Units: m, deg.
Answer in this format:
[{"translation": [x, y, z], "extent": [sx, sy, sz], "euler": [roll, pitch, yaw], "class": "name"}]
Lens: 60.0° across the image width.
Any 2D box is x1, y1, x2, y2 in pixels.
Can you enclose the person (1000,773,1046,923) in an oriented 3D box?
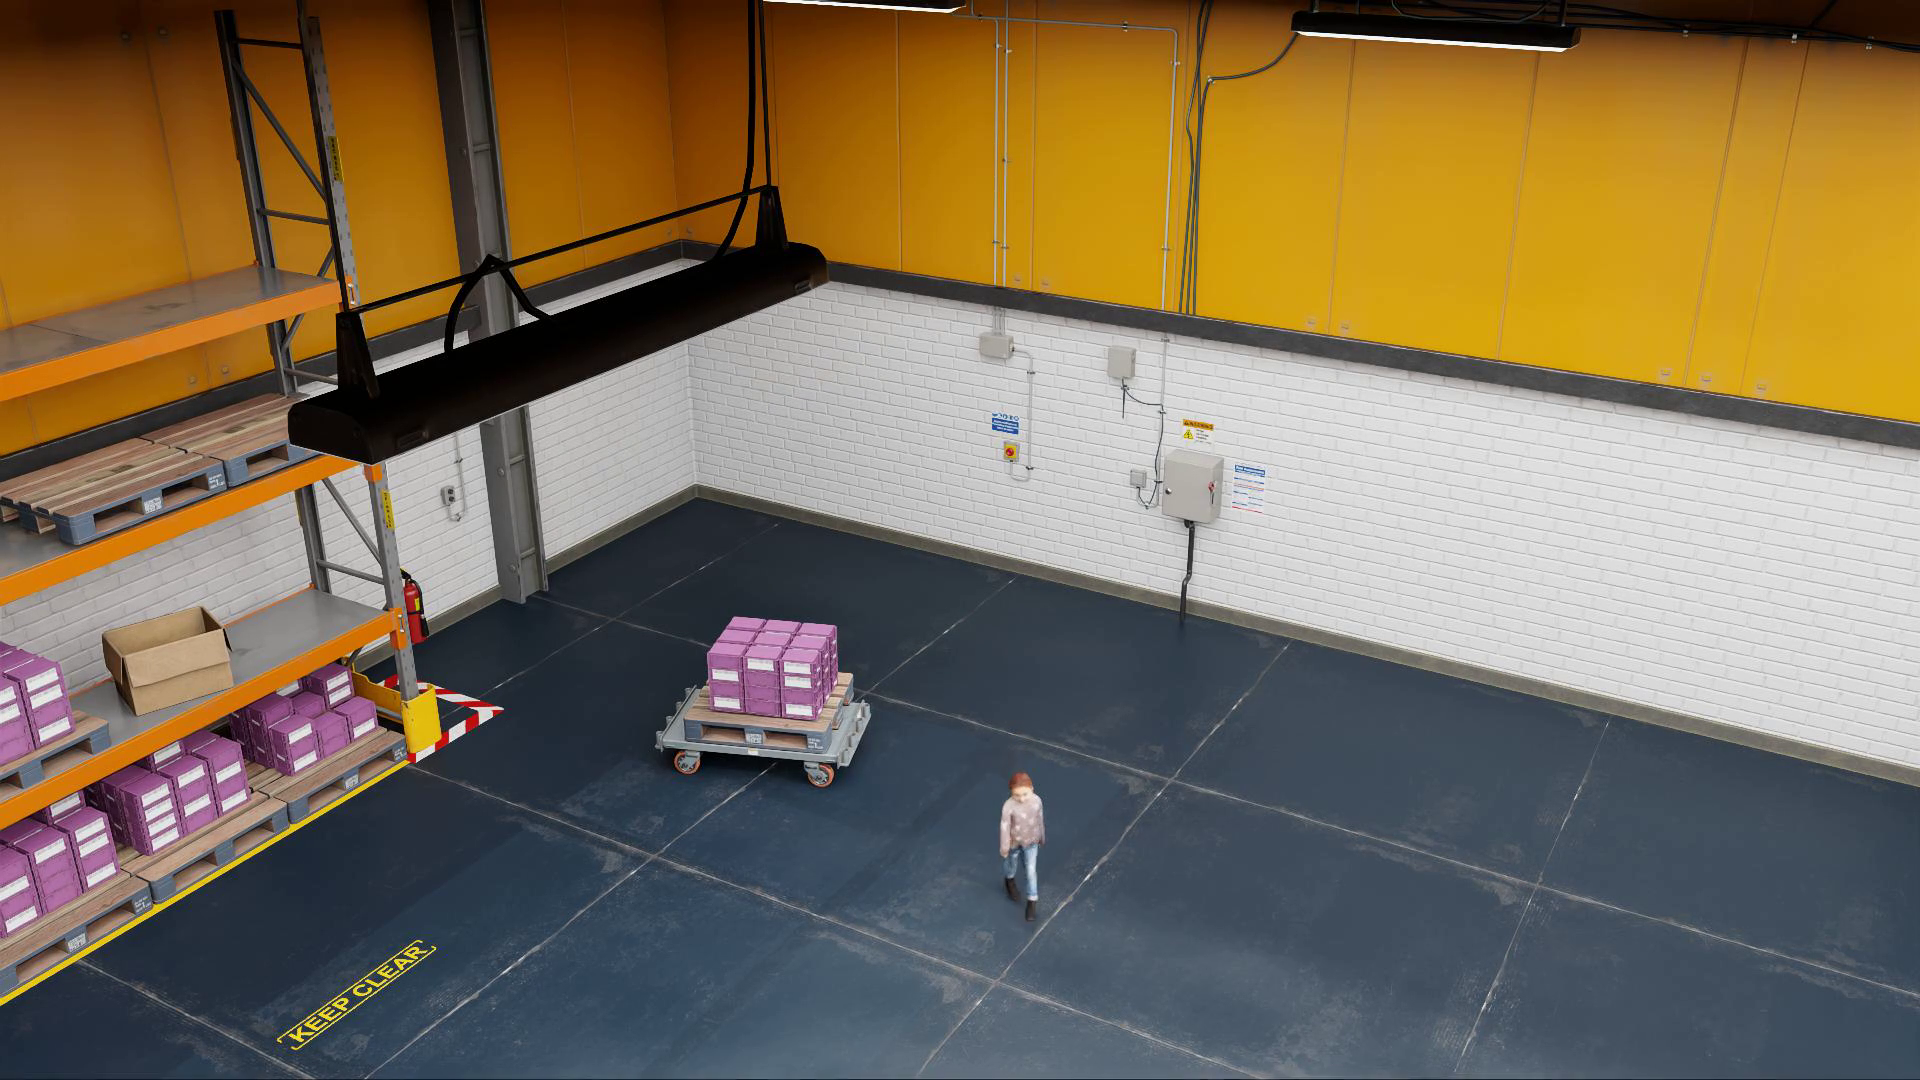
[{"translation": [0.432, 2.129, 11.992], "extent": [0.810, 1.164, 0.900], "euler": [-6, 24, -14], "class": "person"}]
